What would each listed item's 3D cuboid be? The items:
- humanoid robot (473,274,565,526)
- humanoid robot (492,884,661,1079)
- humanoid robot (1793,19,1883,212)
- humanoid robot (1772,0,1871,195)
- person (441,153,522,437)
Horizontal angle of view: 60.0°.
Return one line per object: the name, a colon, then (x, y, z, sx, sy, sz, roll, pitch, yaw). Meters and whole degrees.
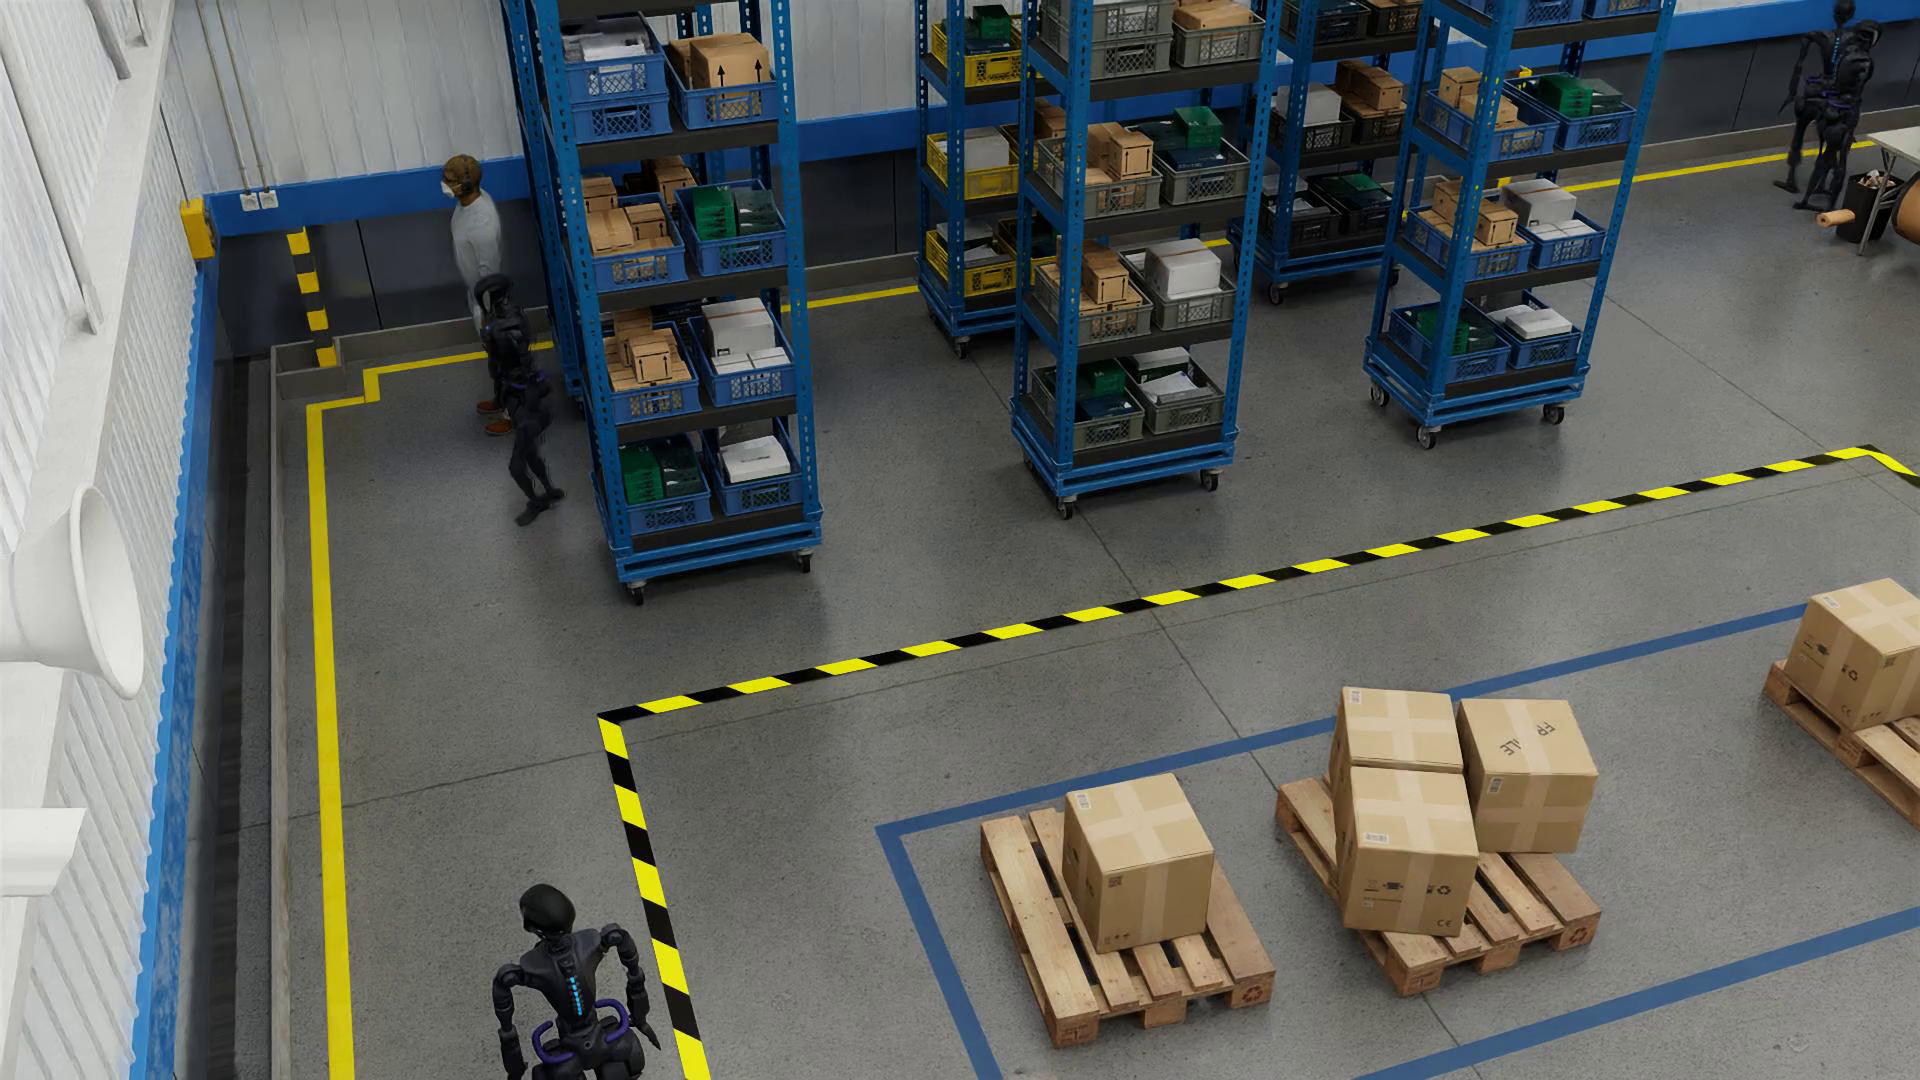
humanoid robot: (-2.679, -0.859, 10.053, 0.455, 1.638, 0.611, -24, 42, -30)
humanoid robot: (-1.402, 1.890, 6.140, 0.599, 1.658, 0.315, -18, 39, -23)
humanoid robot: (7.326, -3.492, 13.782, 0.402, 1.653, 0.609, 4, 35, 6)
humanoid robot: (7.346, -3.738, 14.137, 0.636, 1.648, 0.442, 15, 38, 20)
person: (-3.106, -1.602, 10.879, 0.372, 1.940, 0.630, -13, 37, -17)
